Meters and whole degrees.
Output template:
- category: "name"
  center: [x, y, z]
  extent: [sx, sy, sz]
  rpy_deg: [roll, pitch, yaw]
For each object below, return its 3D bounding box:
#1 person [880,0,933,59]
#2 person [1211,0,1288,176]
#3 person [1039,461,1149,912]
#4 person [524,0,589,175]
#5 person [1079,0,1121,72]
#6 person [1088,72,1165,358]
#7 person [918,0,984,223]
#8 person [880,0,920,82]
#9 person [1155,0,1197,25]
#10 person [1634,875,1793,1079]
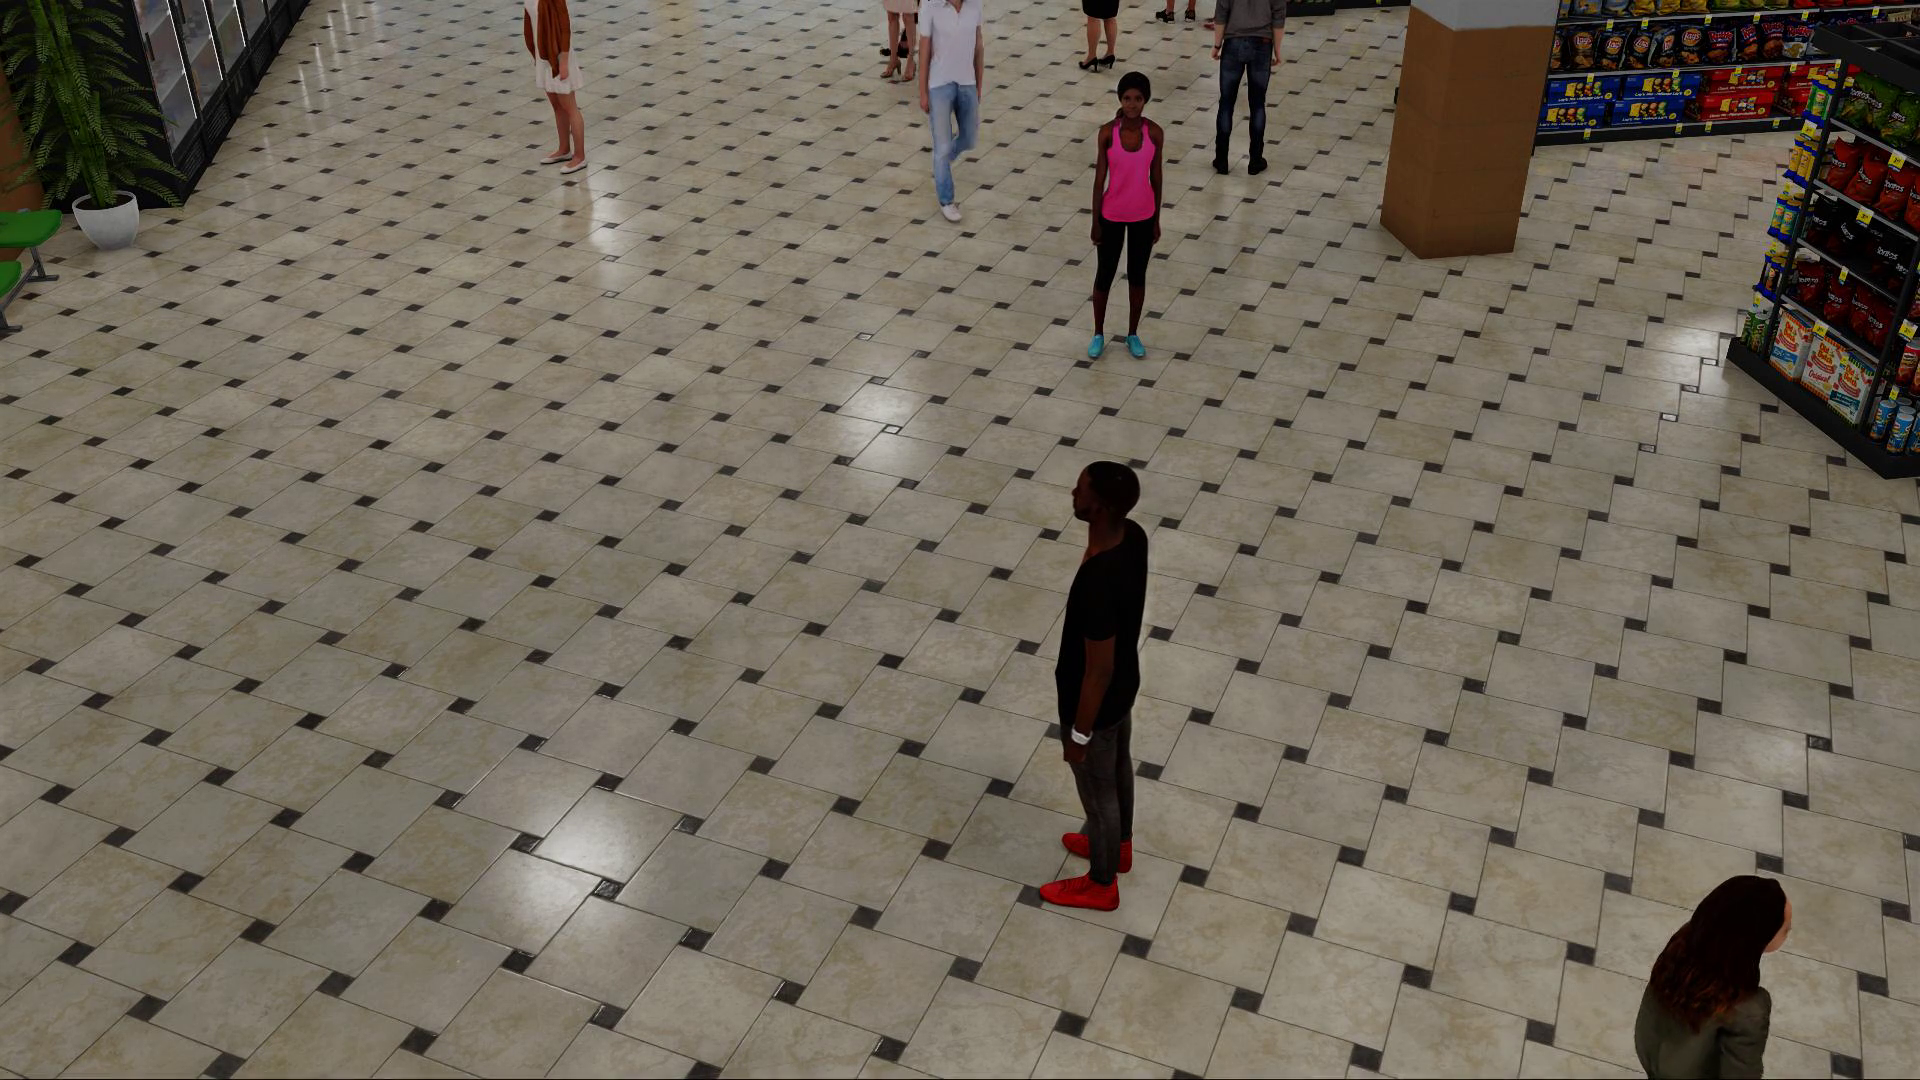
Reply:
- category: "person"
  center: [-0.234, -5.260, 15.217]
  extent: [0.978, 1.668, 0.678]
  rpy_deg: [-10, 33, -15]
- category: "person"
  center: [2.157, -3.699, 12.484]
  extent: [0.655, 1.904, 0.817]
  rpy_deg: [6, 32, 9]
- category: "person"
  center: [0.496, 0.524, 5.792]
  extent: [0.713, 1.804, 0.717]
  rpy_deg: [11, 33, 17]
- category: "person"
  center: [-3.071, -3.678, 12.622]
  extent: [0.725, 1.723, 0.704]
  rpy_deg: [-25, 40, -34]
- category: "person"
  center: [1.273, -5.064, 14.899]
  extent: [0.722, 1.671, 0.843]
  rpy_deg: [-20, 37, -29]
- category: "person"
  center: [0.979, -1.894, 9.754]
  extent: [0.526, 1.723, 0.658]
  rpy_deg: [0, 32, -1]
- category: "person"
  center: [-0.108, -3.221, 11.780]
  extent: [0.946, 1.835, 0.870]
  rpy_deg: [-14, 35, -21]
- category: "person"
  center: [-0.532, -4.937, 14.633]
  extent: [0.683, 1.736, 0.745]
  rpy_deg: [20, 37, 28]
- category: "person"
  center: [2.195, -6.022, 16.258]
  extent: [0.510, 1.862, 0.733]
  rpy_deg: [-6, 32, -10]
- category: "person"
  center: [1.921, 1.504, 4.555]
  extent: [1.051, 1.445, 0.732]
  rpy_deg: [1, 32, 2]
